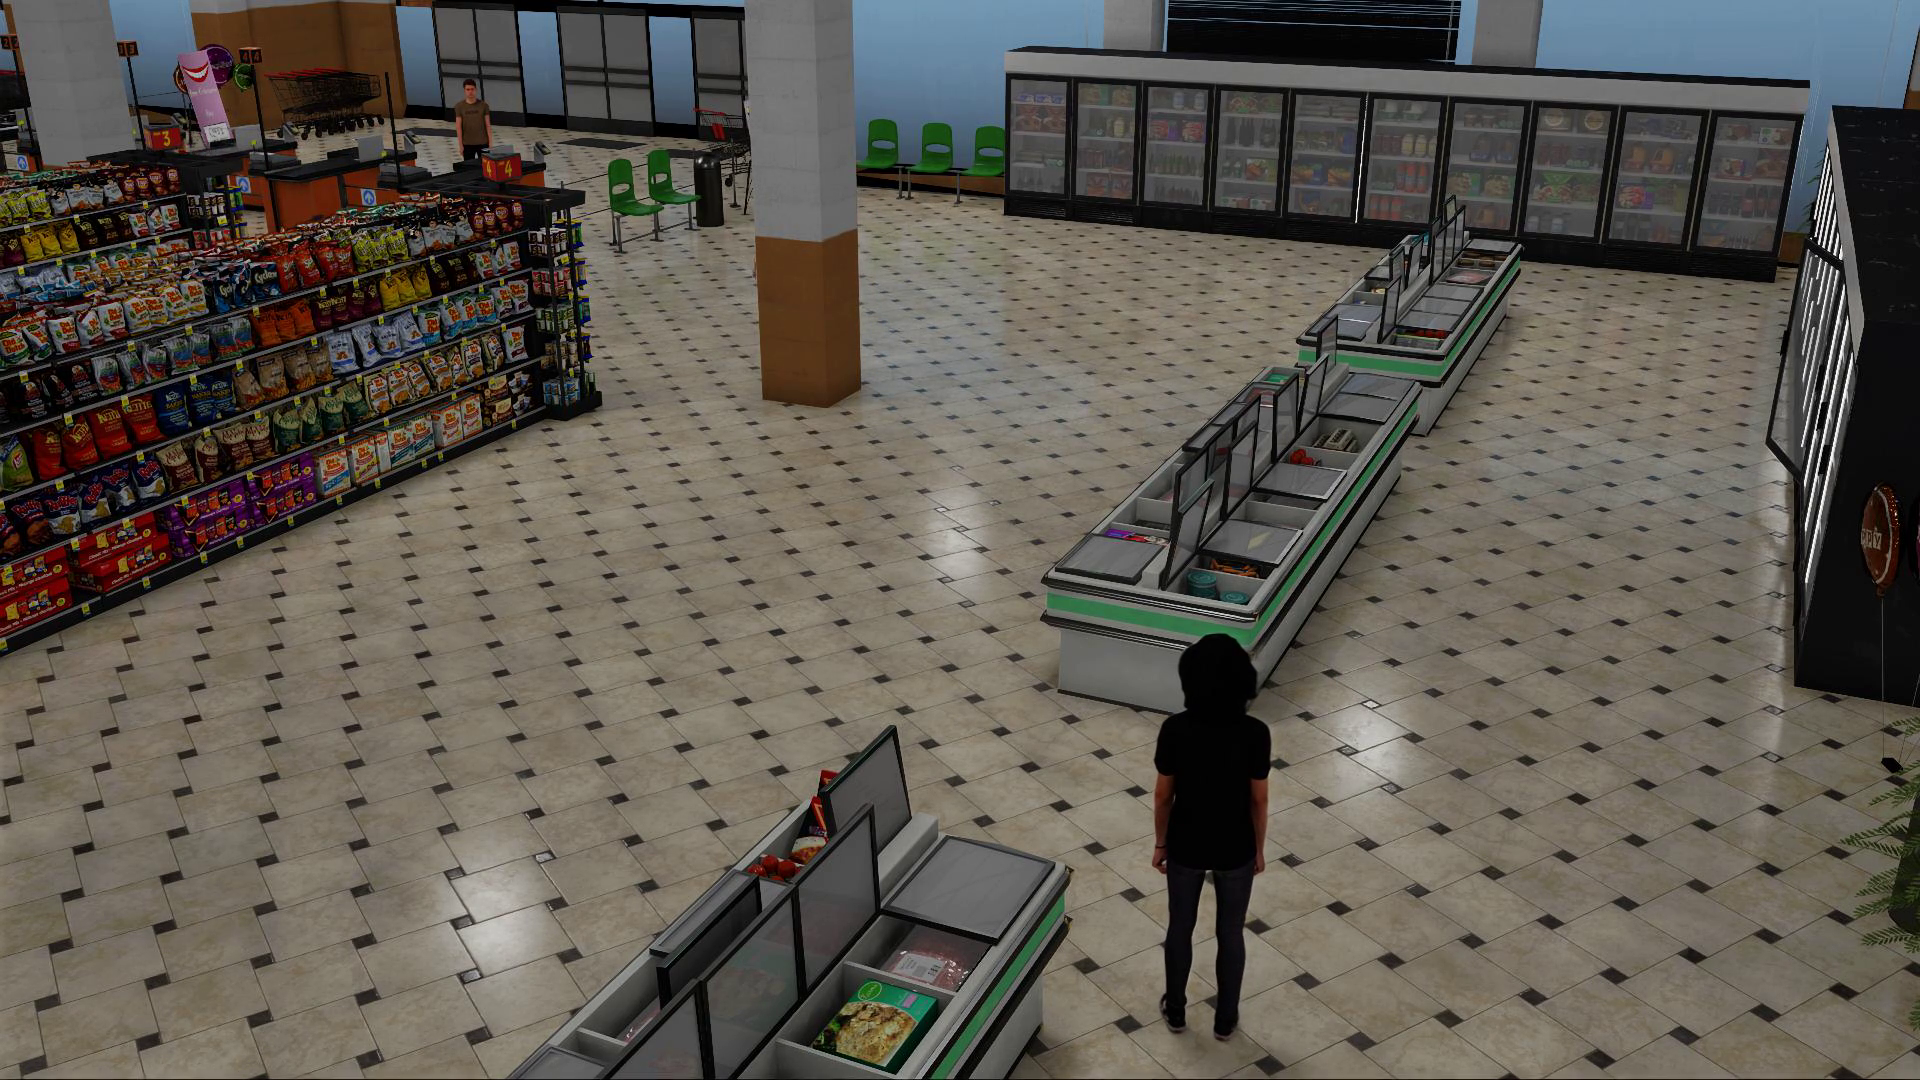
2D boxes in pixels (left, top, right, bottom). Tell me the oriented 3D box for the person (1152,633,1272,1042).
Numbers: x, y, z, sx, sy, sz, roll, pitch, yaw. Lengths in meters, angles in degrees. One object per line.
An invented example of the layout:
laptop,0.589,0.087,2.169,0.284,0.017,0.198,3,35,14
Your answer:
person,1.033,1.245,6.874,0.678,1.829,0.609,4,22,11

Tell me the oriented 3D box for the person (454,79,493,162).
person,-7.118,-5.819,24.424,0.731,1.852,0.804,-9,24,-22
